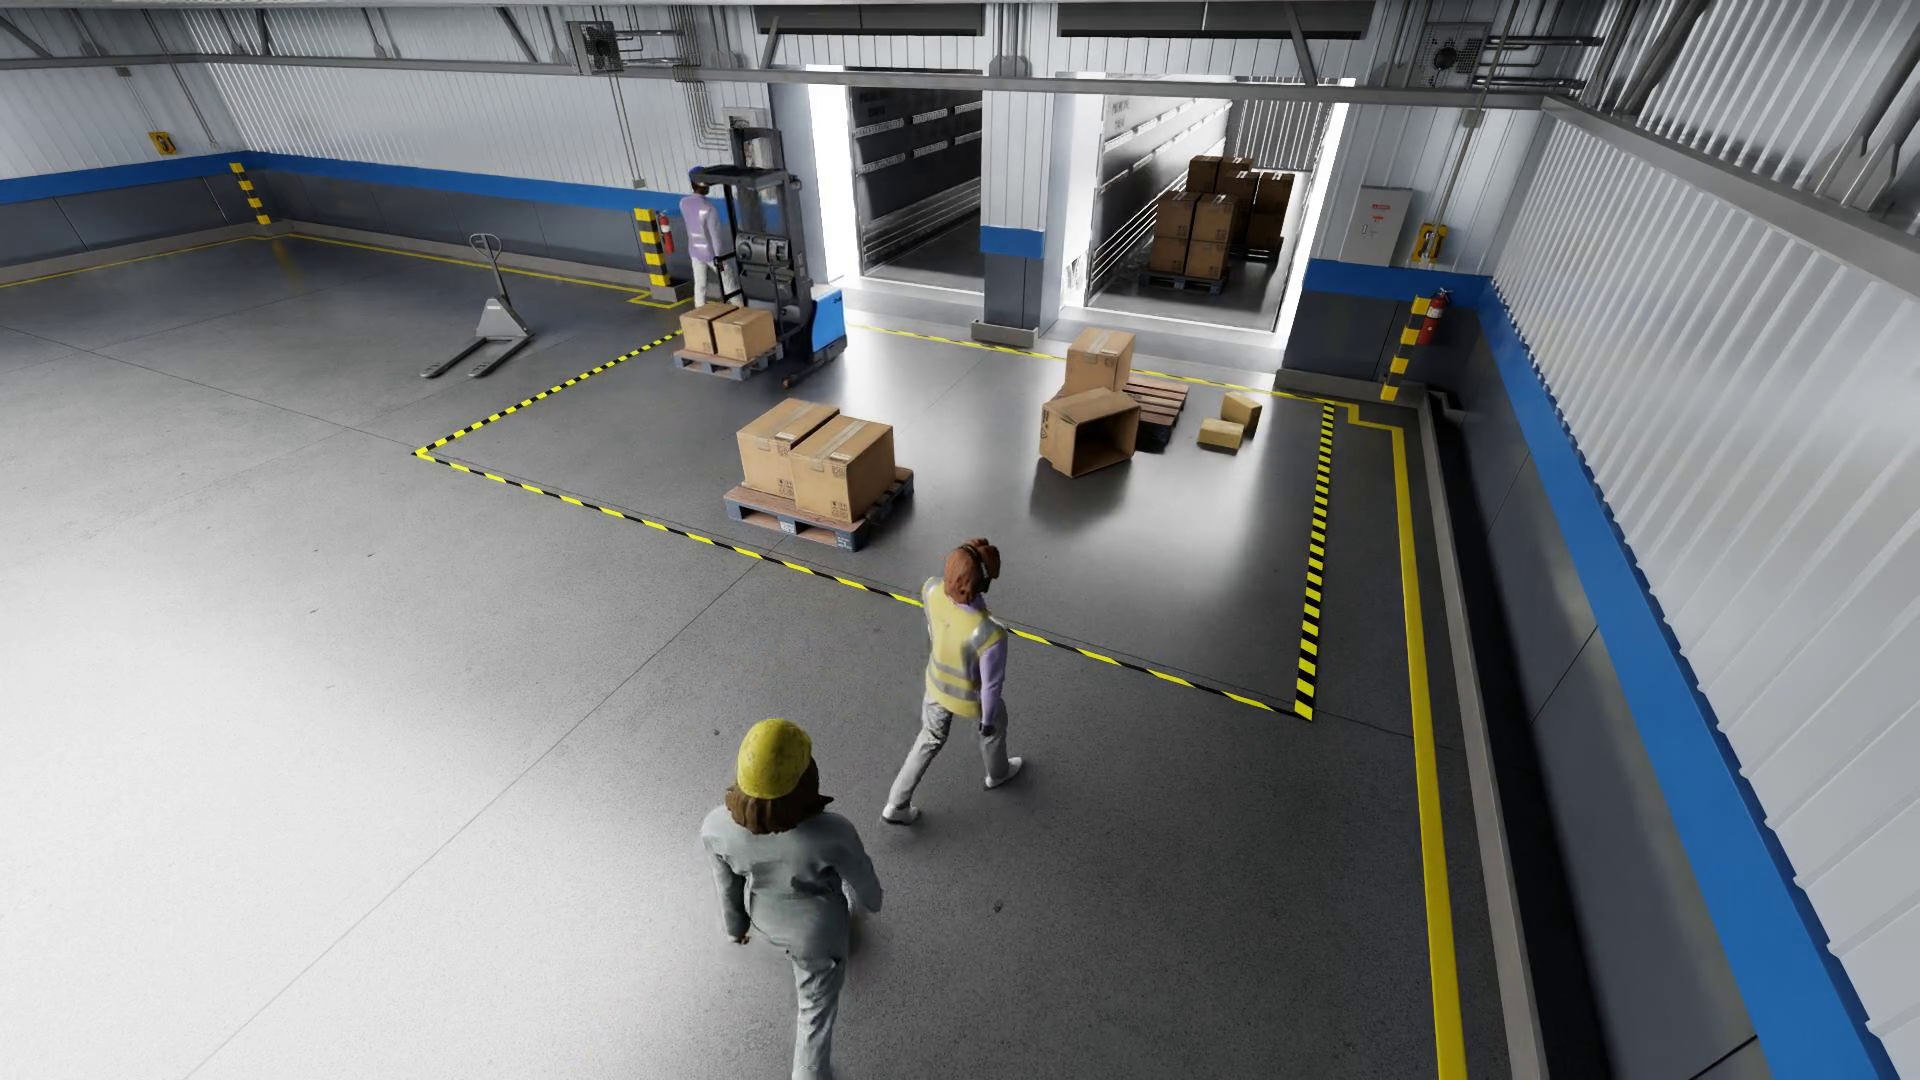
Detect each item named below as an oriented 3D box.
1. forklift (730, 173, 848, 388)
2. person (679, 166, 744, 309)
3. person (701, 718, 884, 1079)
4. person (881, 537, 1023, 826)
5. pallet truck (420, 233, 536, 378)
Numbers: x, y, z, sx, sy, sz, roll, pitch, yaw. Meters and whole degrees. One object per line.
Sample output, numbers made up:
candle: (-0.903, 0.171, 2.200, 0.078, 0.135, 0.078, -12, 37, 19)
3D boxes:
forklift: (-1.848, -2.979, 8.112, 0.716, 2.013, 0.776, 15, 38, 20)
person: (-3.058, -3.602, 9.106, 0.611, 1.900, 0.927, 16, 39, 21)
person: (-0.524, 1.226, 2.499, 0.499, 1.690, 0.899, 6, 36, 8)
person: (-0.019, 0.695, 3.327, 0.505, 1.602, 0.830, 30, 45, 35)
pallet truck: (-5.664, -2.712, 8.427, 0.680, 1.201, 1.601, 0, 35, -1)
